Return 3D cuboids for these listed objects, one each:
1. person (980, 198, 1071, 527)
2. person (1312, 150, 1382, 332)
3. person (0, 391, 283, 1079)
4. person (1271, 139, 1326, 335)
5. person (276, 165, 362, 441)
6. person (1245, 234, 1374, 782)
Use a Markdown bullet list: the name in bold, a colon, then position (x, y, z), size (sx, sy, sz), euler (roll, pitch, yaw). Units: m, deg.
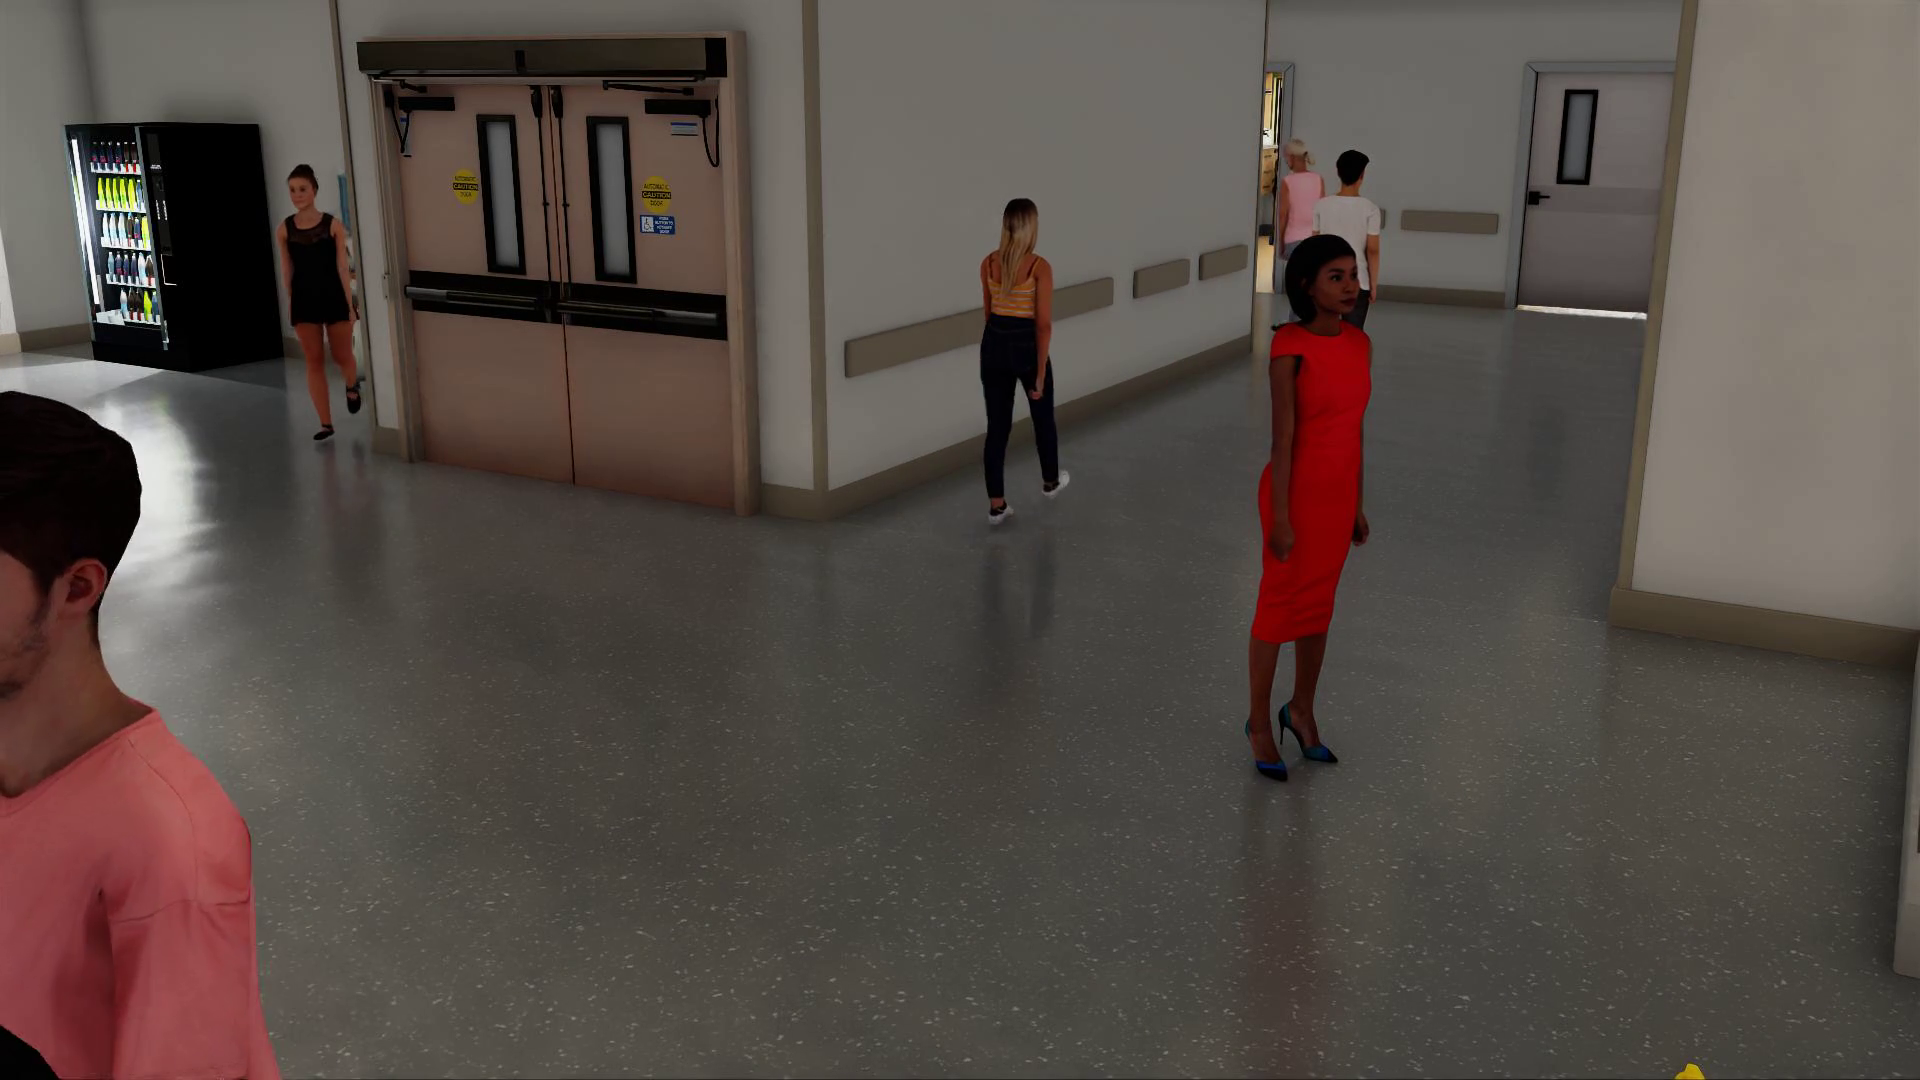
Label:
- **person**: position (0.235, -0.857, 8.301), size (0.963, 1.594, 0.697), euler (7, 17, 22)
- **person**: position (2.550, -1.735, 11.129), size (0.464, 1.718, 0.672), euler (8, 18, 26)
- **person**: position (-0.823, 0.803, 1.751), size (0.589, 1.953, 0.767), euler (13, 20, 38)
- **person**: position (2.795, -2.329, 13.395), size (1.111, 1.662, 1.178), euler (-3, 16, -10)
- **person**: position (-3.970, -1.481, 10.382), size (0.894, 1.666, 0.922), euler (-2, 16, -8)
- **person**: position (1.119, -0.103, 5.352), size (0.636, 1.743, 0.638), euler (-10, 19, -33)
